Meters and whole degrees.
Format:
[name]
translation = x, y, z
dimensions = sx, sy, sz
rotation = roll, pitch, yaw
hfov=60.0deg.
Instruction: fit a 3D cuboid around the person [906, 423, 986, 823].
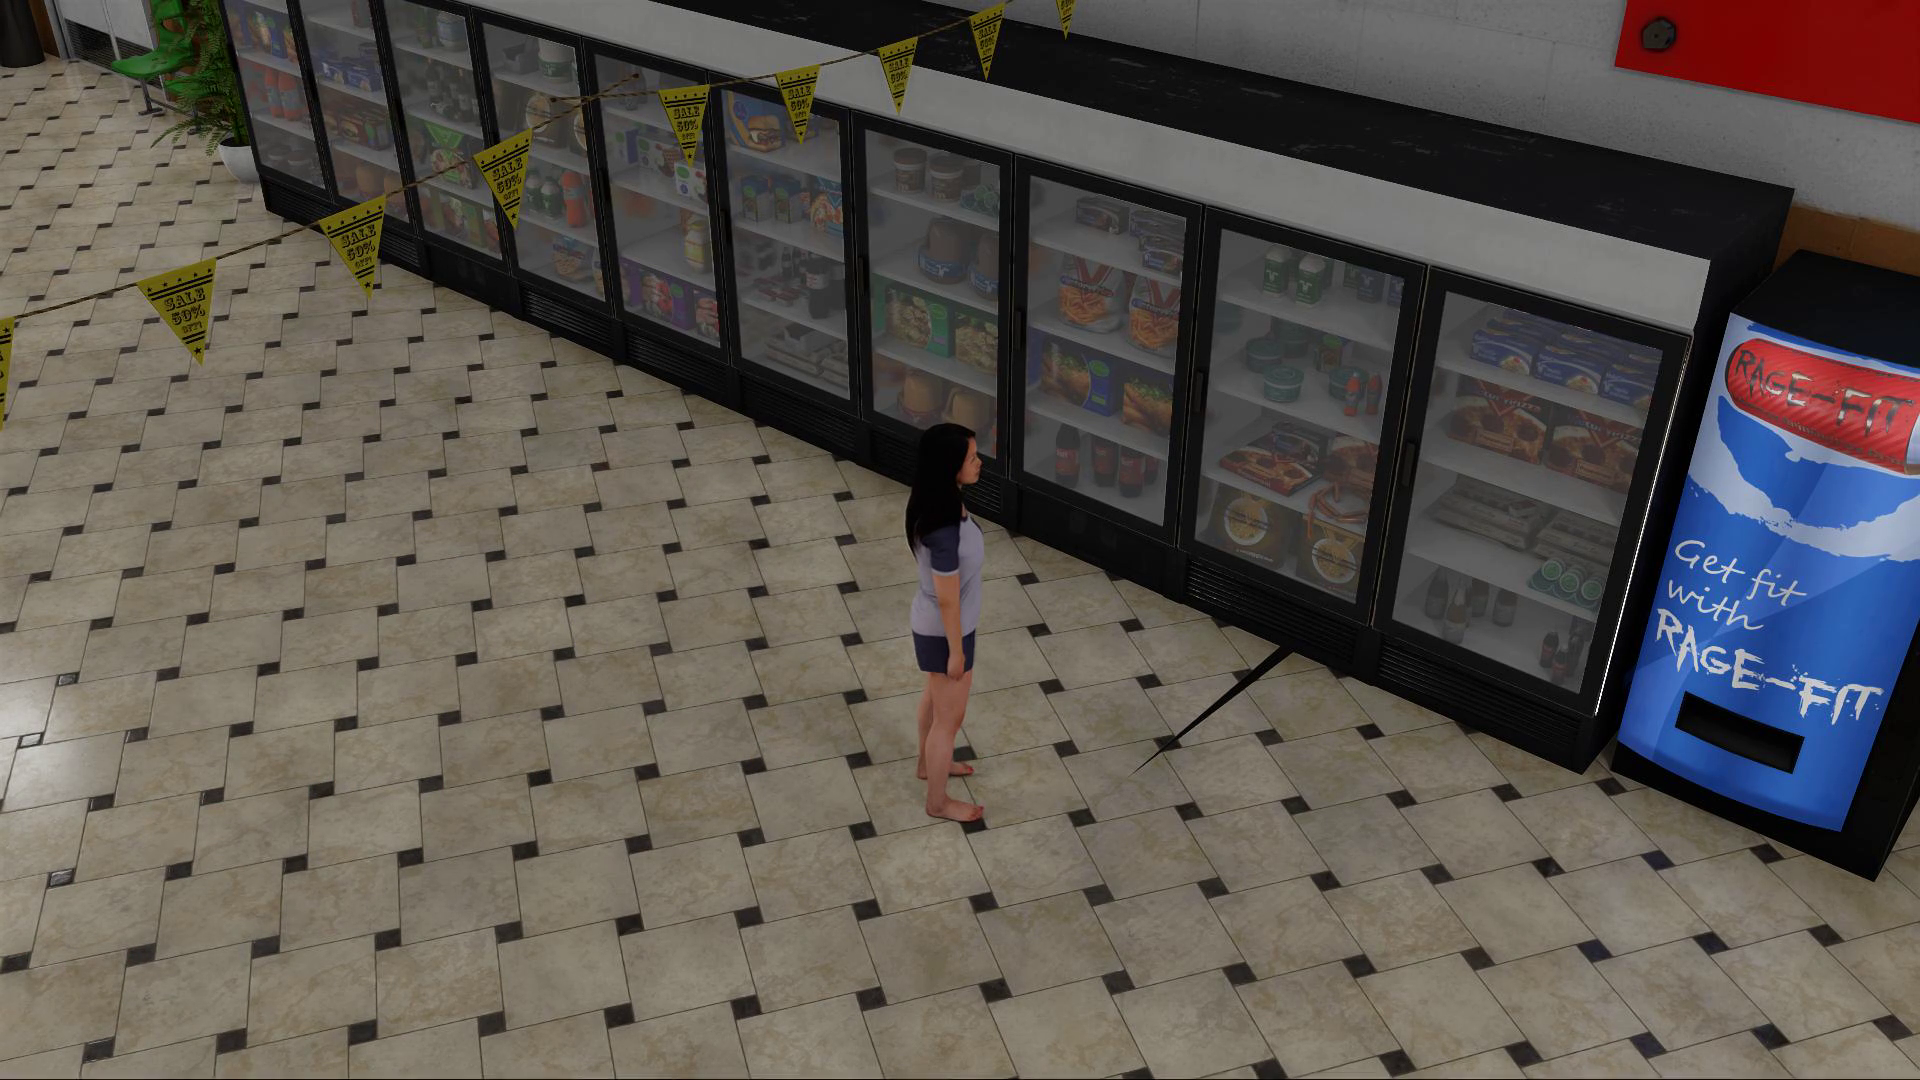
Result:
[person]
translation = -0.053, 0.308, 6.408
dimensions = 0.722, 1.705, 0.664
rotation = -3, 32, -5
